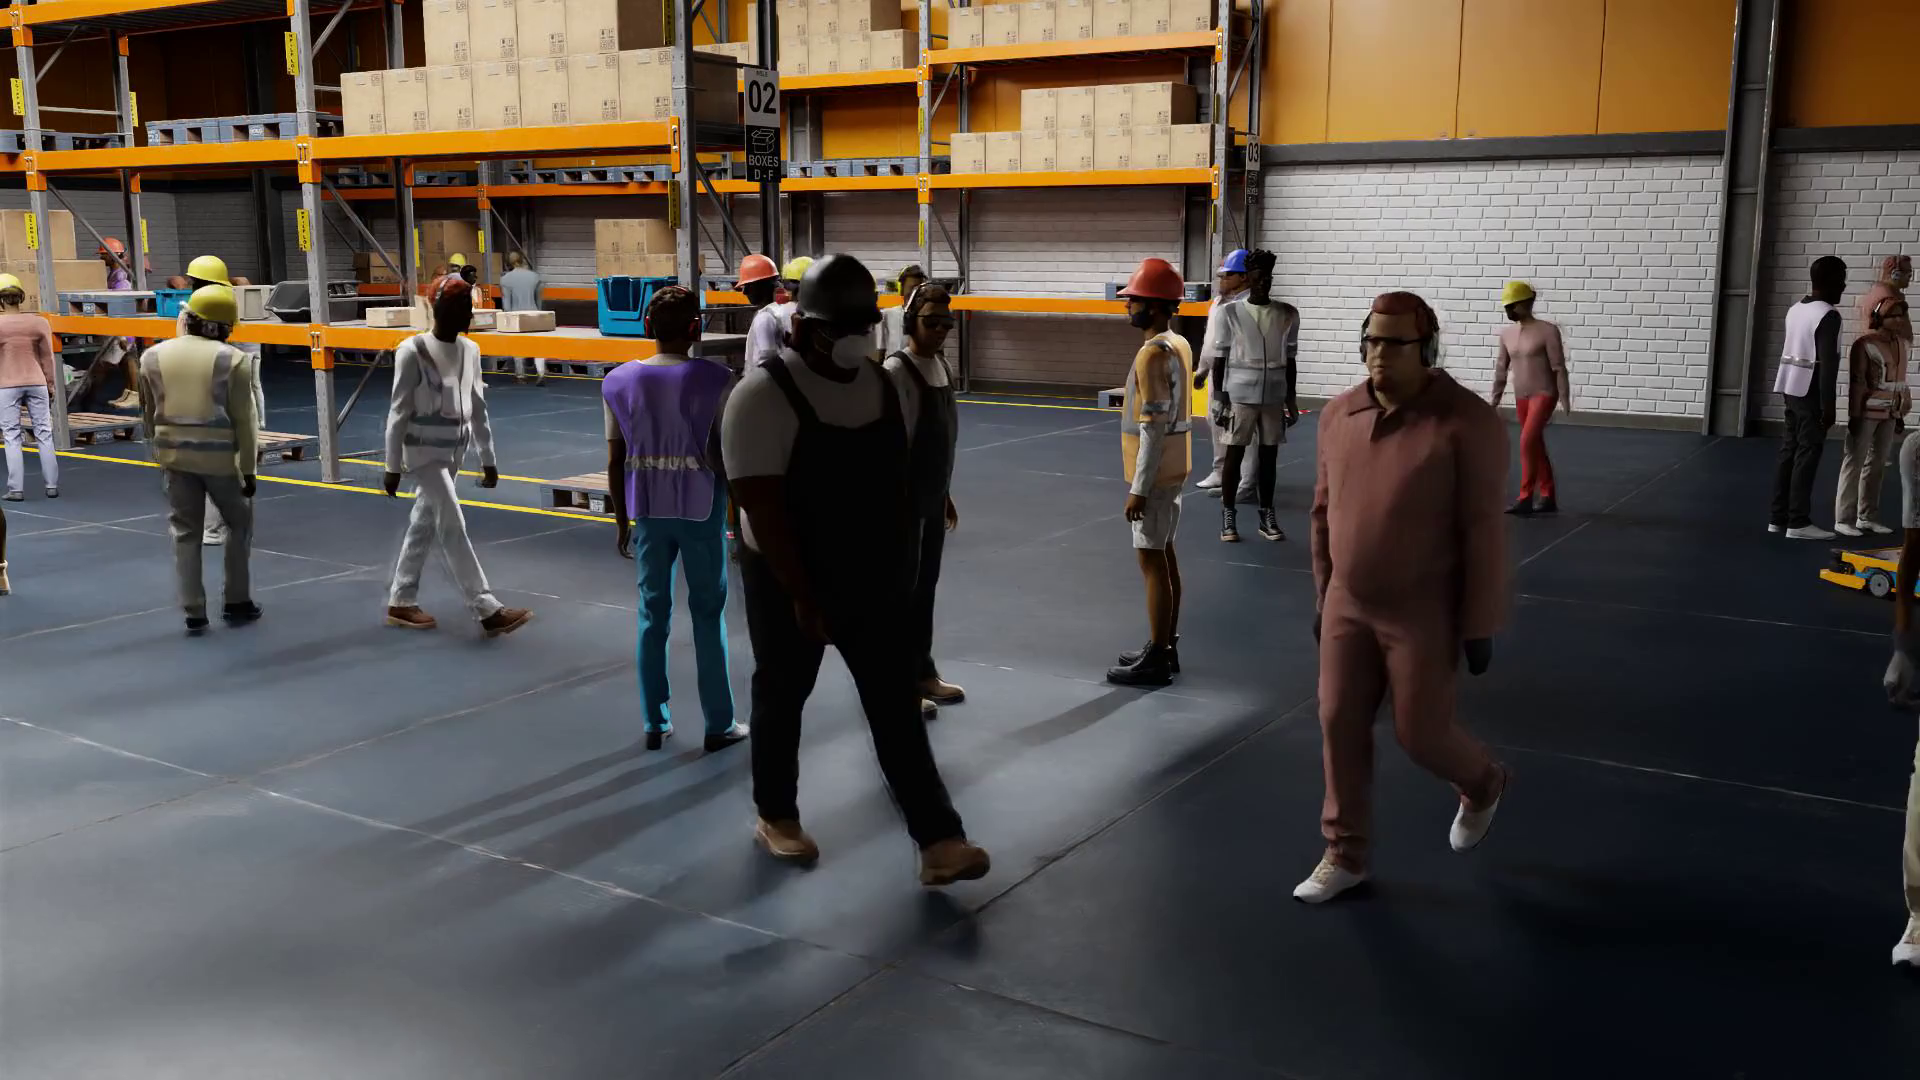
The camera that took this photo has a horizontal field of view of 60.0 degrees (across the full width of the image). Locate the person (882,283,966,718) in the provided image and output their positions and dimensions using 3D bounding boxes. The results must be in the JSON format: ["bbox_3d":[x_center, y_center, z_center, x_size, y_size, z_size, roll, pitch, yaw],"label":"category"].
[{"bbox_3d":[-0.168,-0.175,7.150,0.347,1.842,0.505,5,12,27],"label":"person"}]

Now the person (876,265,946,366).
[{"bbox_3d":[-0.336,-1.002,11.721,0.551,1.848,0.467,-3,11,-18],"label":"person"}]

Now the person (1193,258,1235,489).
[{"bbox_3d":[2.163,-1.357,13.567,0.470,1.876,0.689,-3,11,-16],"label":"person"}]

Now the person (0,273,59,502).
[{"bbox_3d":[-7.315,-1.180,12.936,0.312,1.768,0.524,10,14,43],"label":"person"}]

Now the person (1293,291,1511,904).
[{"bbox_3d":[1.402,0.178,5.105,0.715,1.881,0.645,-9,13,-40],"label":"person"}]

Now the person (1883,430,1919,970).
[{"bbox_3d":[2.852,0.297,4.574,0.556,1.829,0.624,6,12,29],"label":"person"}]

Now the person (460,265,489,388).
[{"bbox_3d":[-6.663,-2.886,22.618,0.320,1.687,0.533,4,11,22],"label":"person"}]

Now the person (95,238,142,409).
[{"bbox_3d":[-10.155,-2.608,20.075,0.375,2.044,0.605,-7,13,-35],"label":"person"}]

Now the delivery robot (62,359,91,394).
[{"bbox_3d":[-11.095,-1.994,20.537,0.707,0.478,0.477,4,11,24],"label":"delivery robot"}]

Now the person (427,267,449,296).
[{"bbox_3d":[-7.797,-3.290,25.014,0.277,1.629,0.496,5,11,26],"label":"person"}]

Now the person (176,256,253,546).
[{"bbox_3d":[-4.984,-0.922,11.080,0.380,1.918,0.585,-6,12,-30],"label":"person"}]

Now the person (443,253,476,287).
[{"bbox_3d":[-7.281,-3.258,24.265,0.598,1.828,0.403,2,10,12],"label":"person"}]

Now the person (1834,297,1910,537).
[{"bbox_3d":[6.270,-0.840,11.398,0.521,1.638,0.311,-5,11,-24],"label":"person"}]

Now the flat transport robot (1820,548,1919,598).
[{"bbox_3d":[5.608,0.238,9.216,0.652,0.197,1.431,-4,11,-20],"label":"flat transport robot"}]

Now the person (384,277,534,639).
[{"bbox_3d":[-2.594,-0.412,8.488,0.981,1.827,0.588,3,11,18],"label":"person"}]

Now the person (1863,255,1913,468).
[{"bbox_3d":[8.220,-1.570,14.738,0.438,1.890,0.670,4,11,22],"label":"person"}]

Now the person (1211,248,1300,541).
[{"bbox_3d":[1.992,-0.970,11.209,0.613,1.965,0.361,-2,10,-9],"label":"person"}]

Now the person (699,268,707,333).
[{"bbox_3d":[-3.441,-2.675,21.402,0.322,1.696,0.530,6,12,31],"label":"person"}]

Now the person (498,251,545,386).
[{"bbox_3d":[-6.072,-3.076,23.123,0.644,1.883,1.027,-6,12,-31],"label":"person"}]

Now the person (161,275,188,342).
[{"bbox_3d":[-9.529,-2.451,20.447,0.542,1.603,0.761,-5,11,-24],"label":"person"}]

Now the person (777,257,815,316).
[{"bbox_3d":[-1.093,-0.984,11.450,0.608,1.908,0.418,7,12,32],"label":"person"}]

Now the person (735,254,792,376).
[{"bbox_3d":[-1.281,-0.903,10.948,0.368,1.929,0.542,1,10,4],"label":"person"}]

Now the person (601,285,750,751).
[{"bbox_3d":[-1.116,-0.072,6.566,0.563,1.847,0.388,2,10,9],"label":"person"}]

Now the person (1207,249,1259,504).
[{"bbox_3d":[2.163,-1.254,12.833,0.389,1.949,0.602,-1,10,-7],"label":"person"}]

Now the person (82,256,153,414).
[{"bbox_3d":[-9.800,-2.381,19.333,0.902,1.877,0.583,0,10,3],"label":"person"}]

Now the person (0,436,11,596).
[{"bbox_3d":[-5.623,-0.657,9.260,0.368,2.046,0.608,3,11,17],"label":"person"}]

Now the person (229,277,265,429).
[{"bbox_3d":[-7.650,-1.985,17.799,0.354,1.630,0.518,2,10,11],"label":"person"}]

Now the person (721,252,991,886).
[{"bbox_3d":[-0.368,0.088,5.144,0.692,2.000,1.046,-7,12,-34],"label":"person"}]

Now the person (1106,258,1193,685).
[{"bbox_3d":[0.874,-0.305,7.594,0.349,1.942,0.545,3,11,18],"label":"person"}]

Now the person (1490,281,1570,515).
[{"bbox_3d":[4.188,-1.041,12.267,0.707,1.710,0.555,-5,12,-28],"label":"person"}]

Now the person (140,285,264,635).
[{"bbox_3d":[-3.899,-0.422,8.666,0.586,1.790,0.613,-1,10,-5],"label":"person"}]

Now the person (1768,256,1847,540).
[{"bbox_3d":[5.778,-0.968,11.340,0.372,1.914,0.597,0,10,2],"label":"person"}]

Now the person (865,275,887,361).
[{"bbox_3d":[-0.770,-1.340,13.853,0.534,1.759,0.327,0,10,1],"label":"person"}]
